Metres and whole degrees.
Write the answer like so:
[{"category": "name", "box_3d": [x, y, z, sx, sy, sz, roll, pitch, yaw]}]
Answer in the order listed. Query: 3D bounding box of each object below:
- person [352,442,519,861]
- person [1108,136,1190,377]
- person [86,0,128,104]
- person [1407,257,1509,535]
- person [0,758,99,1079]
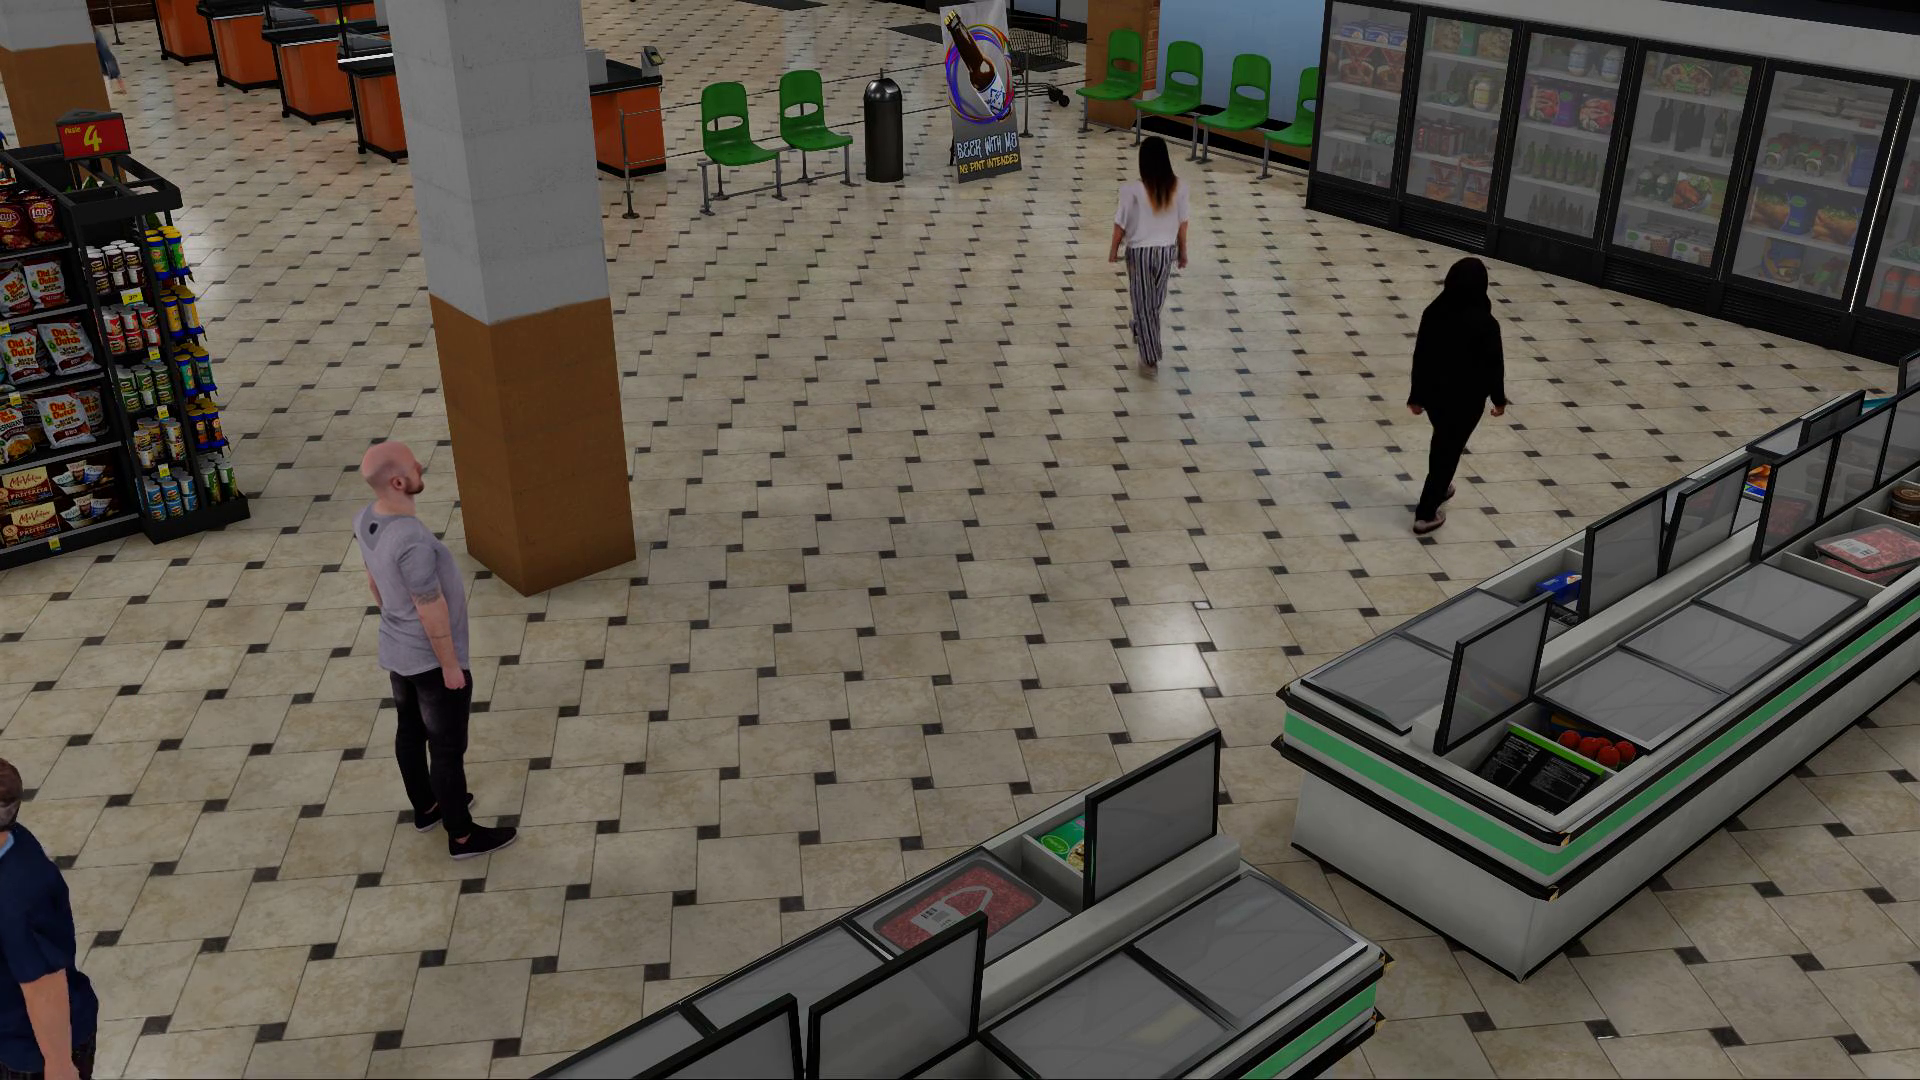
[{"category": "person", "box_3d": [-2.177, 0.442, 6.749, 0.587, 1.838, 0.669, -23, 35, -38]}, {"category": "person", "box_3d": [1.368, -1.962, 11.723, 1.154, 1.627, 1.038, -7, 28, -14]}, {"category": "person", "box_3d": [-8.840, -4.602, 16.867, 0.893, 1.683, 0.983, 7, 28, 13]}, {"category": "person", "box_3d": [2.749, -0.781, 9.427, 0.770, 1.597, 0.642, -21, 34, -35]}, {"category": "person", "box_3d": [-2.609, 1.381, 4.872, 0.776, 1.862, 0.657, -21, 33, -35]}]
